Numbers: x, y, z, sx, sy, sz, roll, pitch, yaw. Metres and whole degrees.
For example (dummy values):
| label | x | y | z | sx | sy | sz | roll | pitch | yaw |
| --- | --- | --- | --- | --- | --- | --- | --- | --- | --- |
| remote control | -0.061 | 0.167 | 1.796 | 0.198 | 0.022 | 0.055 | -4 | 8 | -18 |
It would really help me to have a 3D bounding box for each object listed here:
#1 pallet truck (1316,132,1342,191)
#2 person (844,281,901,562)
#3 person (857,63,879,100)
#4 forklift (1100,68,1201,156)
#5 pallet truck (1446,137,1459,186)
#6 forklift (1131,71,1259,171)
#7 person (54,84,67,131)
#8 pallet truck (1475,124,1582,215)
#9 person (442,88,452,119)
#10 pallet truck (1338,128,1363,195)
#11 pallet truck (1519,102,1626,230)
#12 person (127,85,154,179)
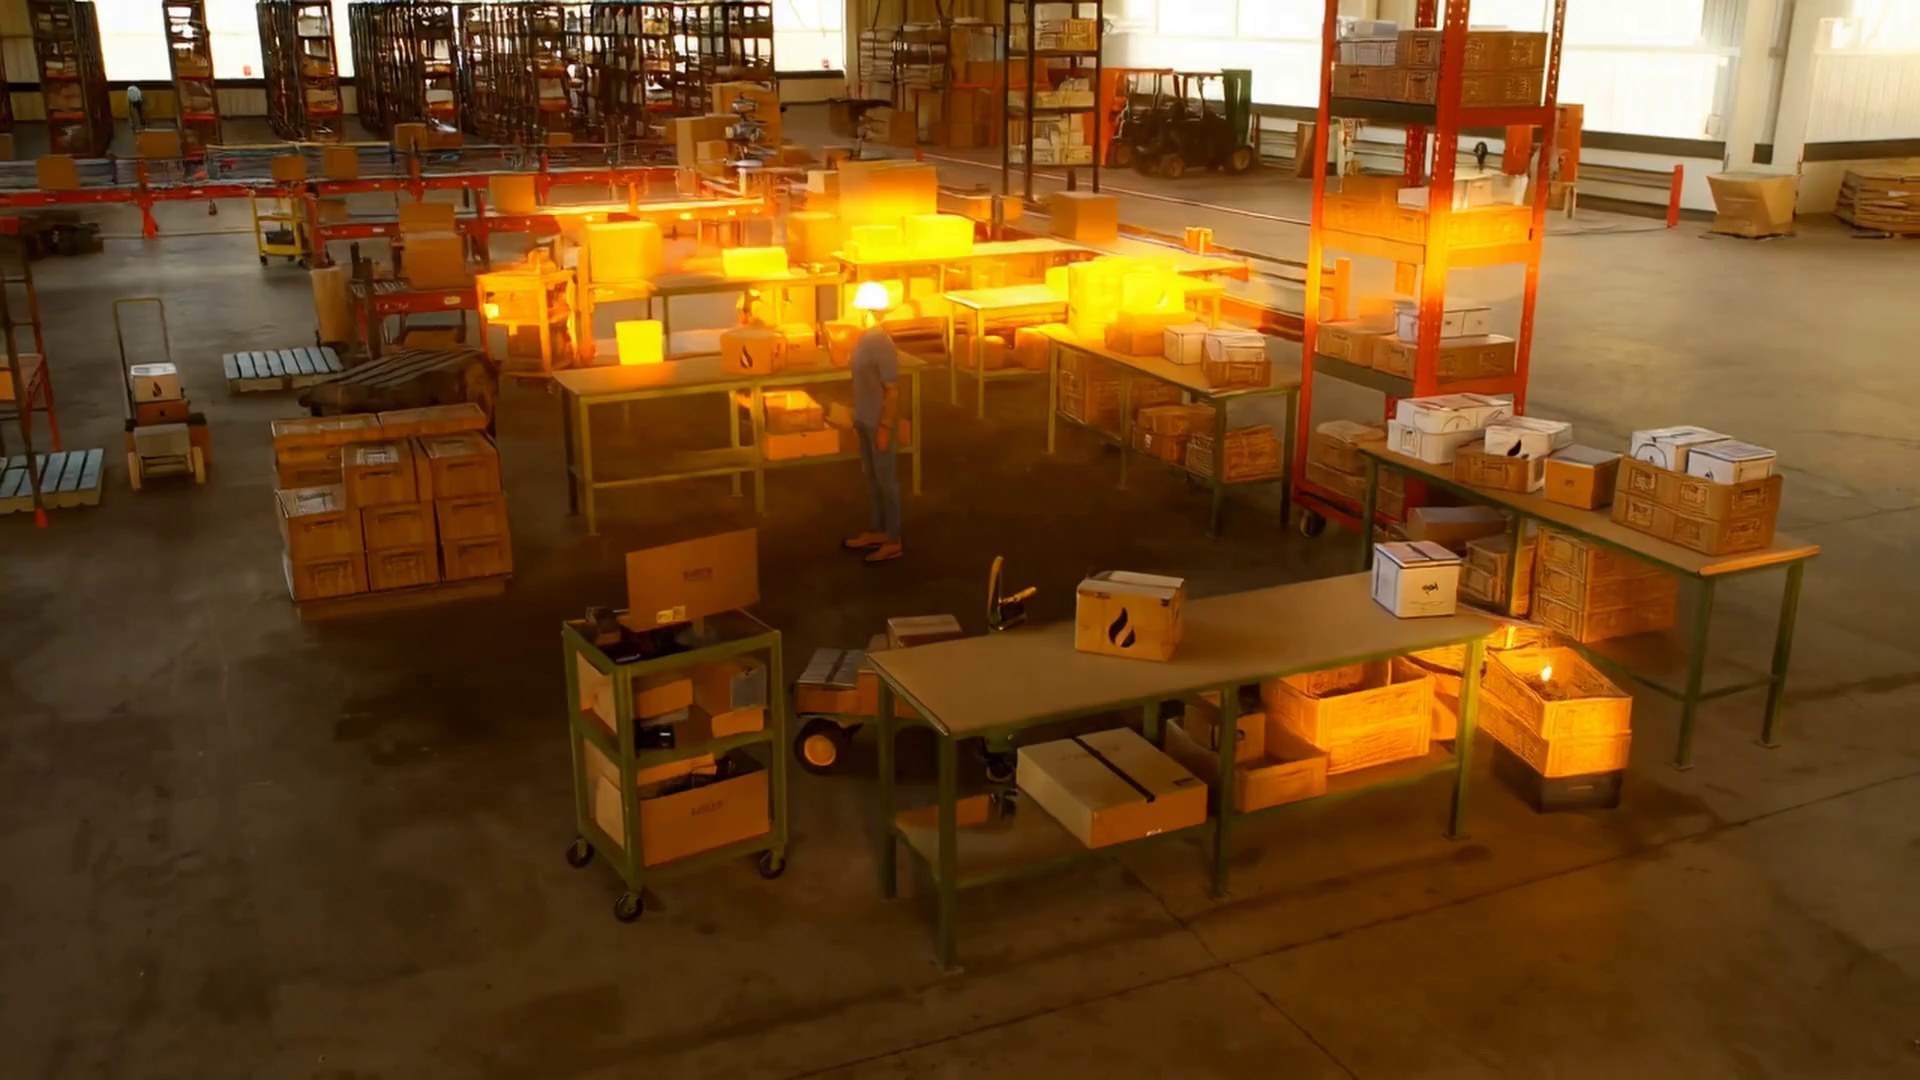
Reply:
| label | x | y | z | sx | sy | sz | roll | pitch | yaw |
| --- | --- | --- | --- | --- | --- | --- | --- | --- | --- |
| pallet truck | 7.723 | -7.504 | 32.656 | 1.601 | 1.201 | 0.680 | -8 | 19 | -23 |
| person | -0.549 | -0.749 | 10.498 | 0.305 | 1.772 | 0.527 | -8 | 19 | -24 |
| person | -2.639 | -12.714 | 47.865 | 0.641 | 1.960 | 0.823 | -1 | 18 | -3 |
| forklift | 4.082 | -9.564 | 37.410 | 2.680 | 1.987 | 1.157 | -8 | 19 | -23 |
| pallet truck | 9.184 | -6.485 | 29.328 | 1.630 | 1.274 | 0.653 | -8 | 19 | -23 |
| forklift | 4.998 | -8.936 | 35.413 | 2.680 | 1.987 | 1.157 | -9 | 20 | -25 |
| person | -22.121 | -10.463 | 40.968 | 0.387 | 1.849 | 0.566 | -8 | 19 | -24 |
| pallet truck | 9.707 | -6.455 | 28.103 | 1.885 | 1.965 | 0.823 | -7 | 19 | -20 |
| person | -16.607 | -14.628 | 54.177 | 0.826 | 1.804 | 0.600 | -15 | 23 | -39 |
| pallet truck | 7.845 | -7.140 | 31.411 | 1.522 | 1.261 | 0.704 | -9 | 20 | -25 |
| pallet truck | 9.972 | -6.037 | 26.785 | 1.885 | 1.965 | 0.823 | -9 | 20 | -25 |
| person | -17.083 | -8.482 | 34.637 | 0.408 | 1.908 | 0.644 | -8 | 19 | -24 |
